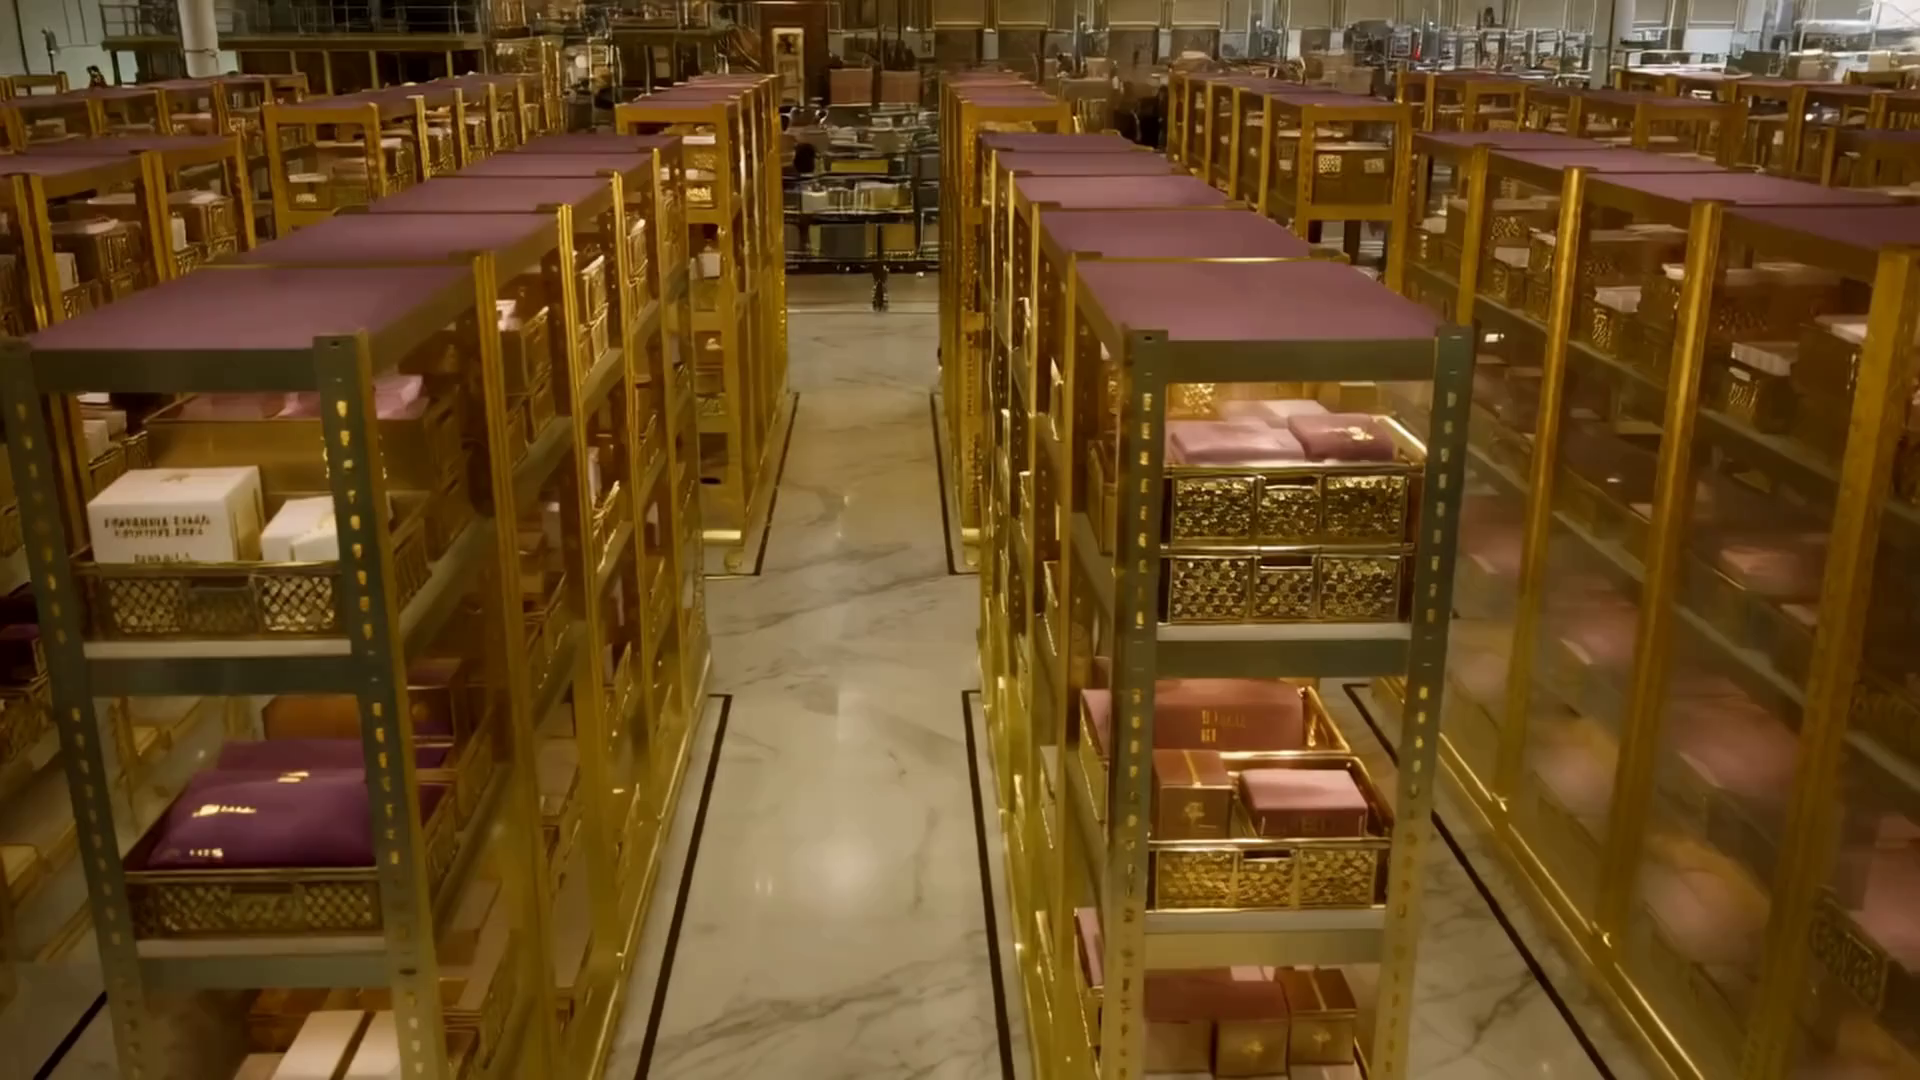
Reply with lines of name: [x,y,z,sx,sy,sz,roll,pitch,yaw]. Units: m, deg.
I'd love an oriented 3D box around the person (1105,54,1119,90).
person: [7.730,-23.703,84.362,0.628,1.797,0.952,-7,19,-22]

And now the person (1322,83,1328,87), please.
person: [12.345,-14.665,56.540,0.537,1.695,0.320,13,22,34]

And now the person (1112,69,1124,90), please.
person: [6.075,-17.287,64.391,1.017,1.861,0.614,-7,19,-21]

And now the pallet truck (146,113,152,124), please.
pallet truck: [-18.087,-8.309,36.390,1.885,1.965,0.823,-1,18,-4]

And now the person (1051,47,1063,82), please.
person: [5.487,-26.782,93.699,0.616,1.904,0.614,7,19,20]

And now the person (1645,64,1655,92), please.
person: [30.717,-20.407,74.011,0.573,1.883,0.355,-8,20,-24]

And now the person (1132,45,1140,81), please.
person: [10.074,-27.248,94.999,0.397,1.992,0.622,-6,19,-19]

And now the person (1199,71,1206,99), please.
person: [8.746,-16.124,60.695,0.544,1.917,0.583,-1,18,-4]

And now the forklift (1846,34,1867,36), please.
forklift: [44.079,-23.555,82.154,1.129,2.768,1.873,-1,18,-3]

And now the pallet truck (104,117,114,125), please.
pallet truck: [-18.367,-7.885,35.078,1.885,1.965,0.823,1,18,2]

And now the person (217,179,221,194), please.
person: [-16.050,-8.249,36.349,0.408,1.906,0.652,12,22,33]

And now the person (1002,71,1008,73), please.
person: [1.648,-16.404,61.560,0.988,1.916,0.611,14,23,38]

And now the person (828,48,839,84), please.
person: [-6.965,-25.982,91.182,0.614,1.932,0.483,16,24,40]

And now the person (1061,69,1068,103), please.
person: [4.027,-17.234,64.249,0.445,1.874,0.577,-3,18,-9]

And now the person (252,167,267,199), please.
person: [-15.985,-8.748,37.699,0.462,2.026,0.650,16,24,41]

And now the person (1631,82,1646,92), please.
person: [23.822,-15.443,58.395,0.535,2.000,0.743,4,18,13]

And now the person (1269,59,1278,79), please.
person: [15.157,-22.386,80.452,0.533,1.690,0.321,-14,23,-37]

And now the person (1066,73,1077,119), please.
person: [4.157,-16.990,63.666,0.807,1.728,0.548,-4,18,-13]

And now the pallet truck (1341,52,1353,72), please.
pallet truck: [18.794,-23.123,82.231,0.823,1.965,1.885,-13,22,-35]

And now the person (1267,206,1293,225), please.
person: [4.054,-3.543,21.757,0.623,1.935,0.436,6,19,18]

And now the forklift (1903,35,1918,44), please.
forklift: [49.831,-25.277,87.485,1.129,2.768,1.873,-10,20,-27]

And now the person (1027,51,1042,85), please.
person: [3.990,-25.616,90.281,0.978,1.788,0.657,4,18,11]

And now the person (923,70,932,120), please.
person: [-1.236,-16.860,63.066,0.329,1.865,0.518,-3,18,-9]

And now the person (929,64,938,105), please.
person: [-1.236,-19.454,71.205,0.942,1.787,0.507,-16,24,-40]

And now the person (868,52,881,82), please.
person: [-4.802,-26.639,93.621,0.927,1.681,0.499,-6,19,-19]

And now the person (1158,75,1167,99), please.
person: [6.912,-14.969,57.094,0.357,1.938,0.542,-2,18,-5]

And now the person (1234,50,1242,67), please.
person: [14.811,-25.168,88.753,1.012,1.882,0.563,-16,24,-41]

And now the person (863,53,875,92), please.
person: [-4.551,-23.432,83.370,0.584,1.882,0.337,0,18,1]

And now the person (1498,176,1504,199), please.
person: [8.811,-5.311,27.550,0.889,1.725,0.536,-4,18,-11]
